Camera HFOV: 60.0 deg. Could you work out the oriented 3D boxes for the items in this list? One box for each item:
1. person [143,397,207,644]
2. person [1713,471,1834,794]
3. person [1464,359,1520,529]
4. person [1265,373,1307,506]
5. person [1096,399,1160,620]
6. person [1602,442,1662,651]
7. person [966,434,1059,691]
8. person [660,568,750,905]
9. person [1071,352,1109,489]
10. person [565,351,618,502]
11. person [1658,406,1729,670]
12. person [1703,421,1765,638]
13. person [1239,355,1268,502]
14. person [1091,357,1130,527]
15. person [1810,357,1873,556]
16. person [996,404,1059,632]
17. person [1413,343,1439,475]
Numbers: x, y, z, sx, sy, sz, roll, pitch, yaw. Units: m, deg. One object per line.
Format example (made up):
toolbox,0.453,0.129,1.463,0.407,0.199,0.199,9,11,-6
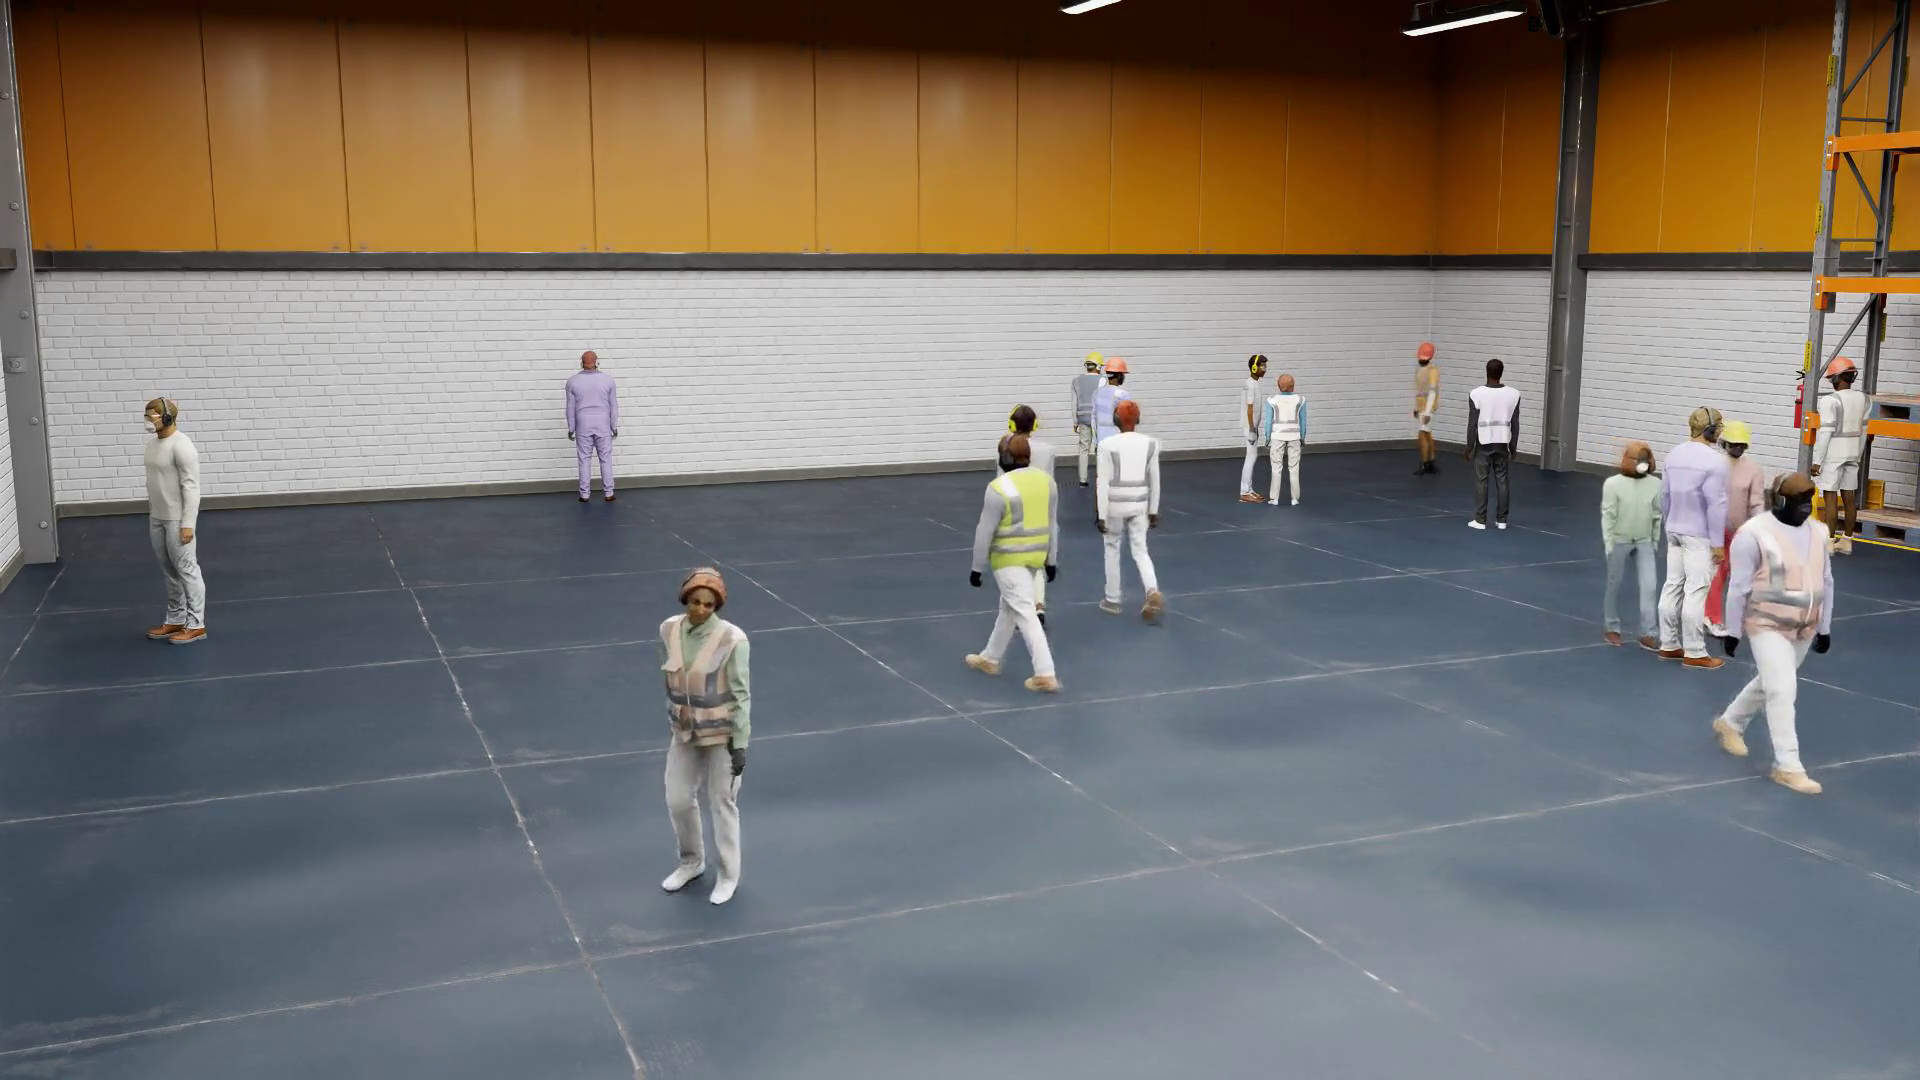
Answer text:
person,-6.209,-0.157,13.099,0.636,1.939,0.365,7,12,37
person,4.730,0.479,9.682,0.634,1.807,0.942,-3,10,-17
person,5.994,-1.074,18.722,0.597,1.916,0.371,-1,9,-3
person,4.012,-1.230,20.502,0.514,1.643,0.307,0,9,2
person,1.428,-0.256,13.958,0.586,1.858,0.842,-3,10,-18
person,5.199,0.061,12.791,0.511,1.612,0.678,0,9,-1
person,0.374,0.146,11.729,0.980,1.791,0.648,9,13,44
person,-1.154,0.904,7.650,0.537,1.606,0.423,5,11,27
person,1.772,-1.577,22.062,0.588,1.822,0.403,4,10,24
person,-4.606,-1.419,20.867,0.638,1.903,0.409,-2,10,-13
person,5.414,-0.020,12.270,0.379,1.940,0.629,-2,10,-11
person,6.131,-0.082,13.260,0.535,1.727,0.768,0,9,2
person,3.692,-1.398,20.886,0.347,1.855,0.532,2,10,12
person,1.750,-1.109,18.880,0.364,1.934,0.553,-8,13,-41
person,8.968,-0.849,17.012,0.605,2.034,0.390,-3,10,-19
person,0.516,-0.172,13.448,0.555,1.853,0.413,-3,10,-17
person,6.622,-1.858,23.592,0.497,1.887,0.632,-1,9,-5
